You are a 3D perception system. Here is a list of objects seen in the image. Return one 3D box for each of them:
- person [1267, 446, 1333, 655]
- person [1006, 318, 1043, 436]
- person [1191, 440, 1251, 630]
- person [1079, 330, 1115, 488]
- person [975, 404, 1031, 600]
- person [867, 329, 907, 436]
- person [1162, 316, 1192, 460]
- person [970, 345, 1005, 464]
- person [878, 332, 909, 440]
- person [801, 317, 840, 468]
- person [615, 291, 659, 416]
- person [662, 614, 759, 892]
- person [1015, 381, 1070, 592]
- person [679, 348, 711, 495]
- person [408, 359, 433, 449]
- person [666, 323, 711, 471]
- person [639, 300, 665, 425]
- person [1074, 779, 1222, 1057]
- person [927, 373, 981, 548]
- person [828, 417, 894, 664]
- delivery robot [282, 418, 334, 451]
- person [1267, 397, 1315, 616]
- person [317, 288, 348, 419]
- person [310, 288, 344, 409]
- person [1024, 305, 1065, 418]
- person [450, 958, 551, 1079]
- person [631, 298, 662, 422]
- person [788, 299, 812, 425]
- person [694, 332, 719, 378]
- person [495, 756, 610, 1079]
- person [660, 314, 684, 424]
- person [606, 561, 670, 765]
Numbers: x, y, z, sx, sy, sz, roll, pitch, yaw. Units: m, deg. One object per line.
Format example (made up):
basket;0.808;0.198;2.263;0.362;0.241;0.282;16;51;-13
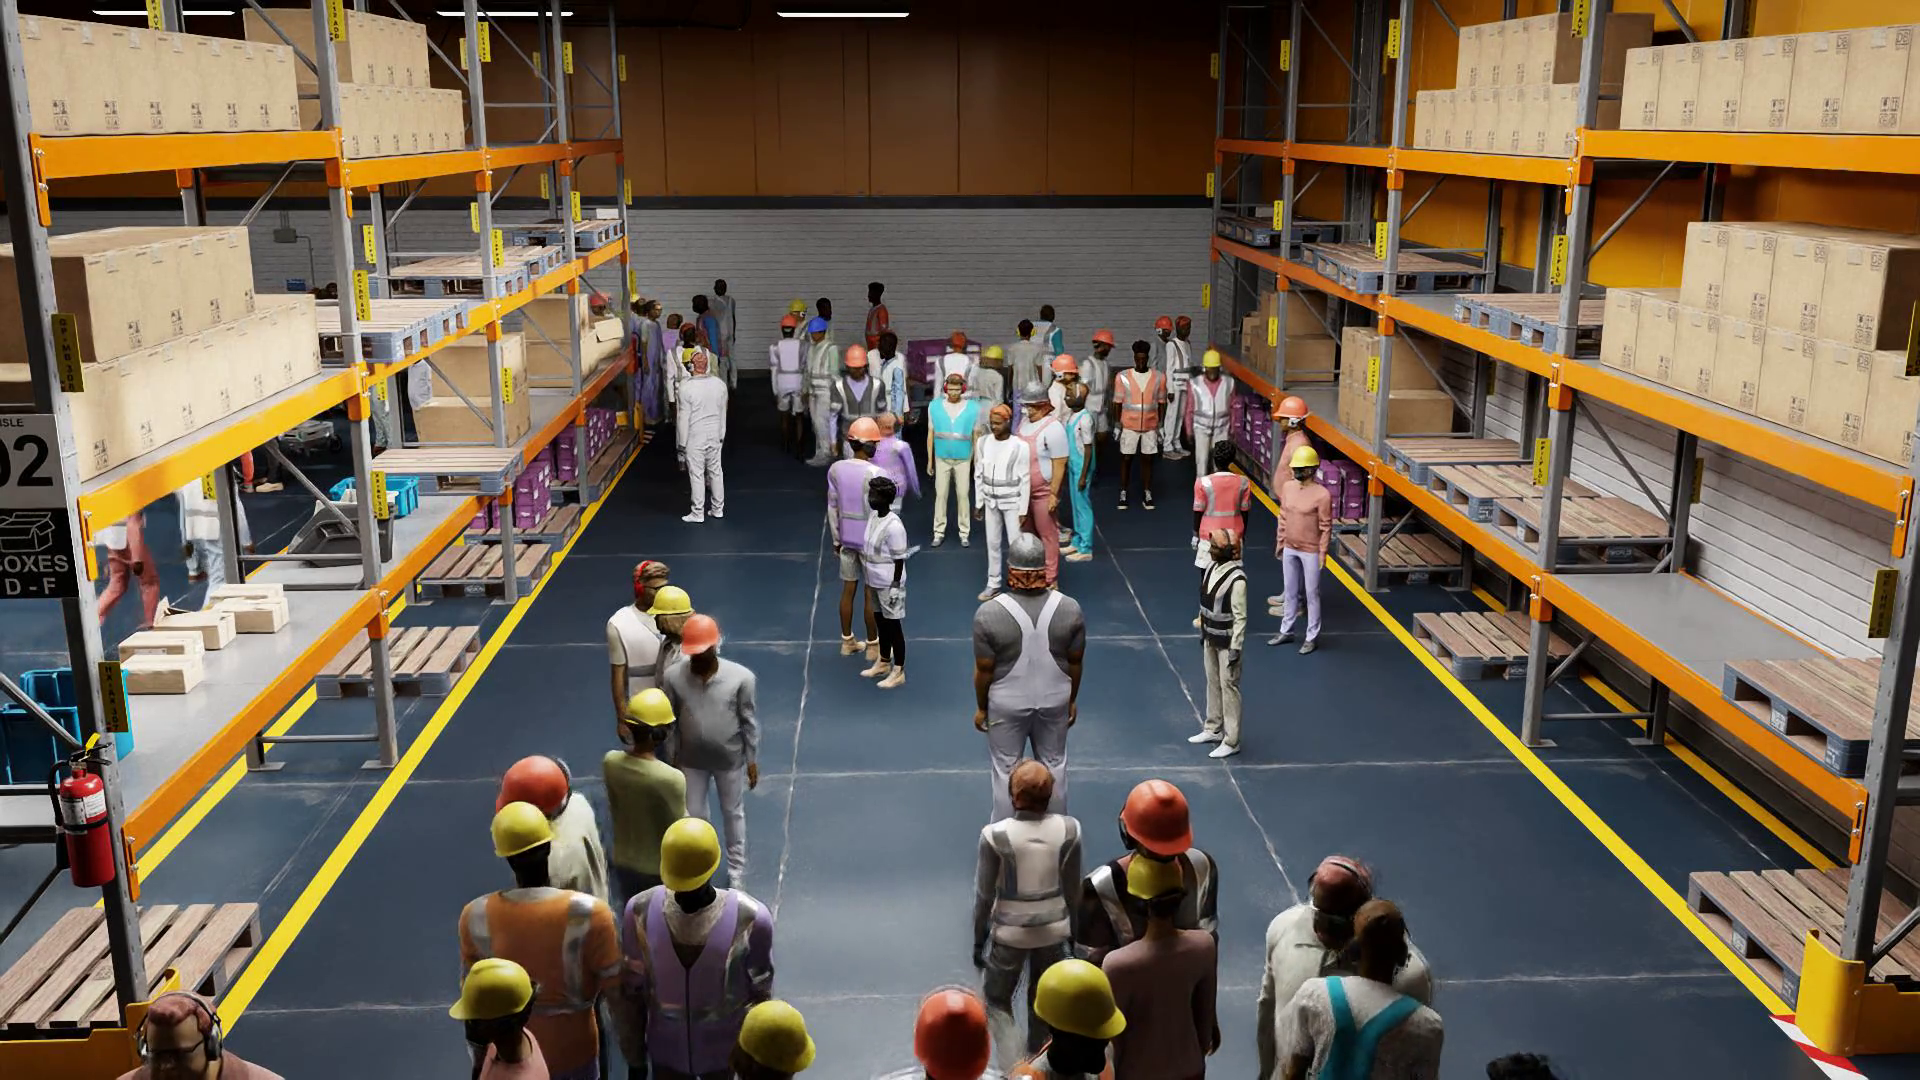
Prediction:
person;2.867;0.078;13.957;0.323;1.769;0.523;-12;18;-38
person;0.848;-1.966;21.810;0.507;1.861;0.327;3;15;11
person;2.282;-0.033;14.551;0.536;1.693;0.319;-3;15;-12
person;1.562;-1.612;20.332;0.539;1.912;0.703;12;18;38
person;0.394;-0.327;15.342;0.576;1.875;0.363;10;18;35
person;-0.918;-1.792;21.157;0.614;1.829;0.509;8;16;28
person;2.881;-2.015;21.941;0.338;1.882;0.582;9;17;31
person;0.301;-1.510;20.293;0.595;1.714;0.516;-13;19;-41
person;-0.818;-1.540;20.008;0.381;1.918;0.596;-5;15;-18
person;-1.808;-1.900;21.386;0.447;1.942;0.649;-12;19;-40
person;-4.894;-2.834;25.159;0.934;1.878;0.589;-13;19;-41
person;-1.427;1.242;9.497;0.564;1.728;0.504;1;14;5
person;0.694;-0.498;15.676;0.535;2.000;0.684;-7;16;-27
person;-3.146;-1.405;19.796;0.319;1.763;0.522;9;17;32
person;-6.823;-1.726;21.065;0.559;1.751;0.326;12;19;40
person;-3.437;-1.819;21.172;0.574;1.884;0.356;-6;15;-21
person;-4.502;-2.596;24.329;0.356;1.836;0.508;3;15;13
person;0.743;1.863;6.434;0.616;2.030;0.409;-6;16;-24
person;-0.066;-0.836;17.400;0.563;1.840;0.388;1;14;3
person;-0.790;-0.001;13.721;0.616;2.040;0.381;10;17;34
delivery robot;-8.646;-1.415;22.049;0.477;0.478;0.707;5;15;18
person;2.988;-0.303;14.997;0.392;1.995;0.612;3;15;12
person;-9.439;-2.799;24.907;0.357;1.938;0.637;8;17;30
person;-9.826;-2.958;25.718;0.878;1.840;0.593;7;16;27
person;1.220;-2.489;24.027;0.943;1.785;0.650;-12;19;-40
person;-1.485;2.213;5.581;0.329;1.767;0.528;-6;16;-24
person;-4.638;-2.623;24.415;0.506;1.841;0.345;4;15;14
person;-2.357;-2.607;24.362;0.403;1.835;0.588;-13;19;-41
person;-3.472;-1.974;22.298;0.501;1.627;0.272;2;14;7
person;-1.633;1.772;6.978;0.394;1.943;0.724;2;14;7
person;-4.172;-2.491;24.318;0.524;1.631;0.316;7;16;25
person;-1.912;1.008;10.178;0.384;1.836;0.566;11;18;37
